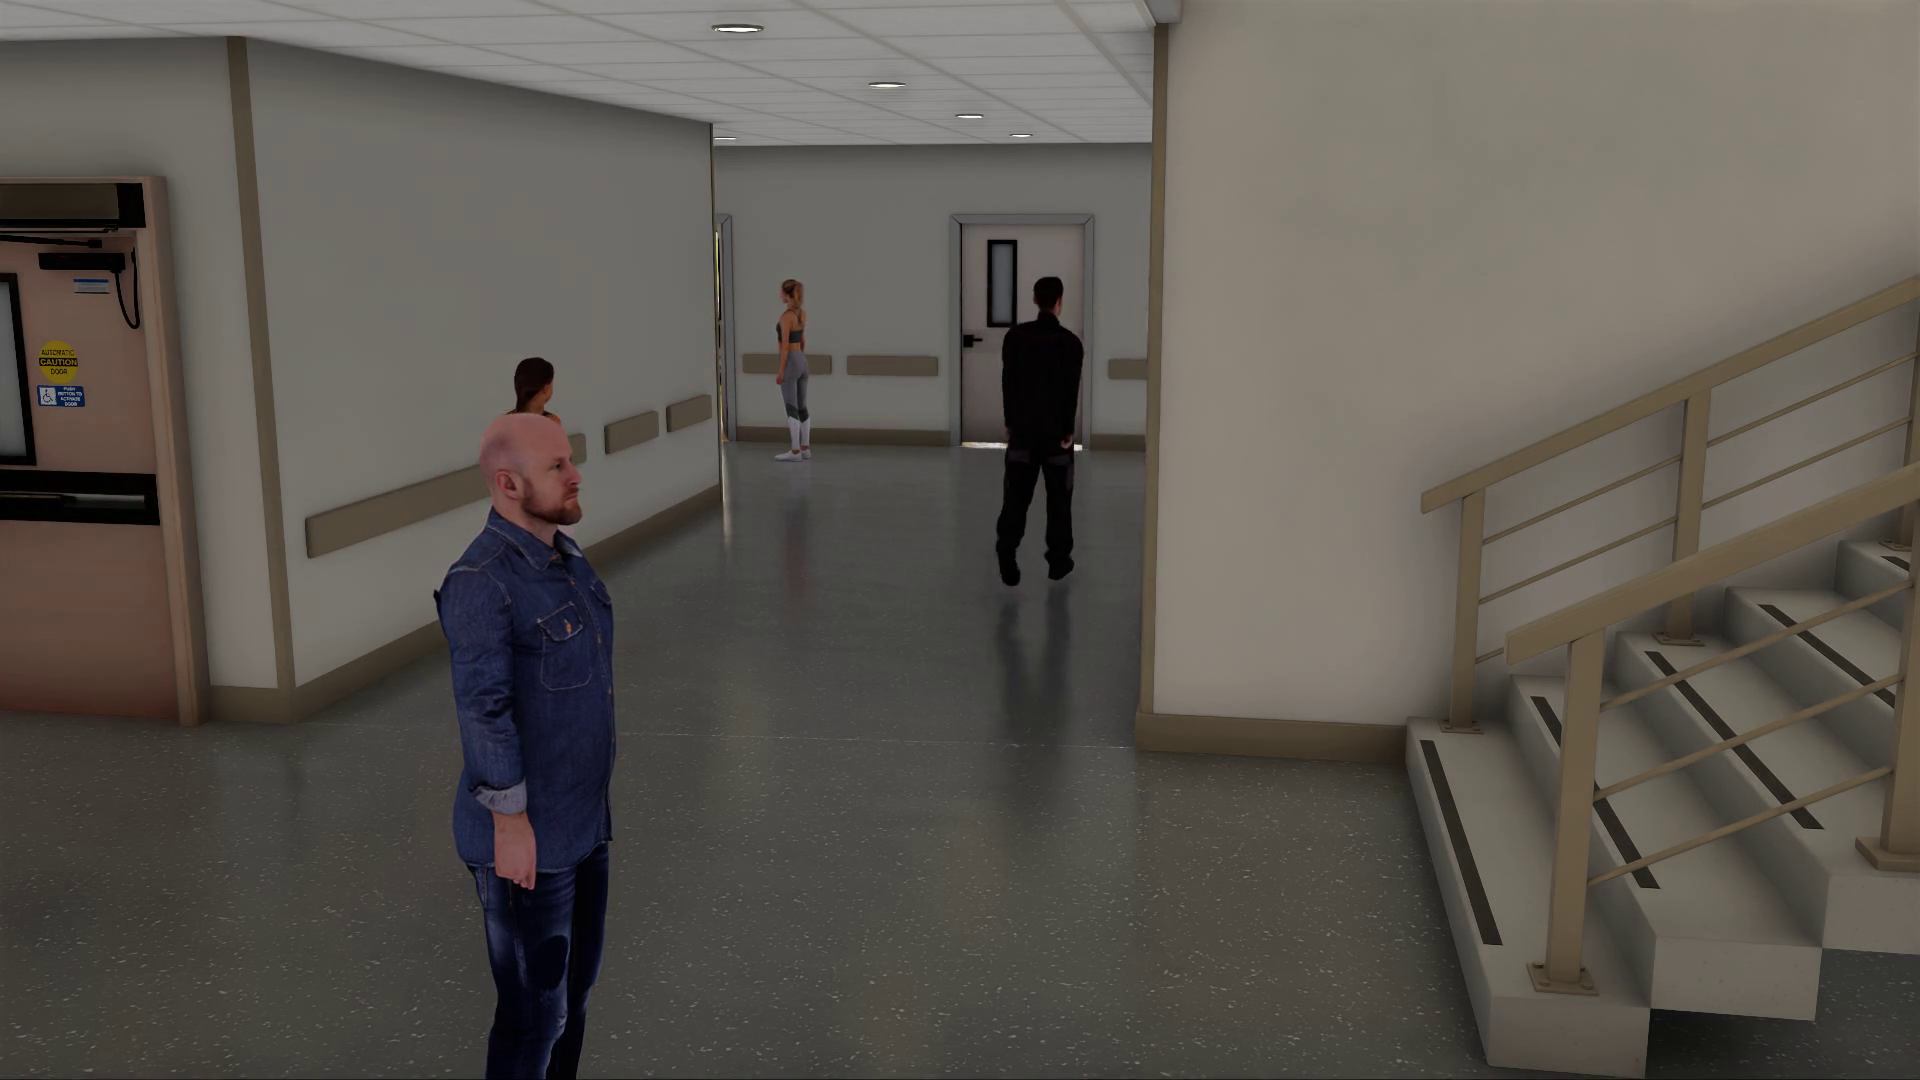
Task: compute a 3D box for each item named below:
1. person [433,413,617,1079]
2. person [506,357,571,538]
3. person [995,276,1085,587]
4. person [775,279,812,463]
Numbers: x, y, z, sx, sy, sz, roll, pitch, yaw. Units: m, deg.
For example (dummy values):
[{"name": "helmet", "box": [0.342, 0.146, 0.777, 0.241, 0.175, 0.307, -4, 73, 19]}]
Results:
[{"name": "person", "box": [-0.909, 0.629, 3.637, 0.617, 1.826, 0.734, 1, 11, 3]}, {"name": "person", "box": [-2.173, -0.135, 8.416, 0.823, 1.545, 0.654, 4, 11, 18]}, {"name": "person", "box": [0.461, -0.638, 10.153, 1.123, 1.886, 0.869, 4, 11, 20]}, {"name": "person", "box": [-1.568, -1.607, 15.738, 0.596, 1.707, 0.616, 5, 12, 24]}]
